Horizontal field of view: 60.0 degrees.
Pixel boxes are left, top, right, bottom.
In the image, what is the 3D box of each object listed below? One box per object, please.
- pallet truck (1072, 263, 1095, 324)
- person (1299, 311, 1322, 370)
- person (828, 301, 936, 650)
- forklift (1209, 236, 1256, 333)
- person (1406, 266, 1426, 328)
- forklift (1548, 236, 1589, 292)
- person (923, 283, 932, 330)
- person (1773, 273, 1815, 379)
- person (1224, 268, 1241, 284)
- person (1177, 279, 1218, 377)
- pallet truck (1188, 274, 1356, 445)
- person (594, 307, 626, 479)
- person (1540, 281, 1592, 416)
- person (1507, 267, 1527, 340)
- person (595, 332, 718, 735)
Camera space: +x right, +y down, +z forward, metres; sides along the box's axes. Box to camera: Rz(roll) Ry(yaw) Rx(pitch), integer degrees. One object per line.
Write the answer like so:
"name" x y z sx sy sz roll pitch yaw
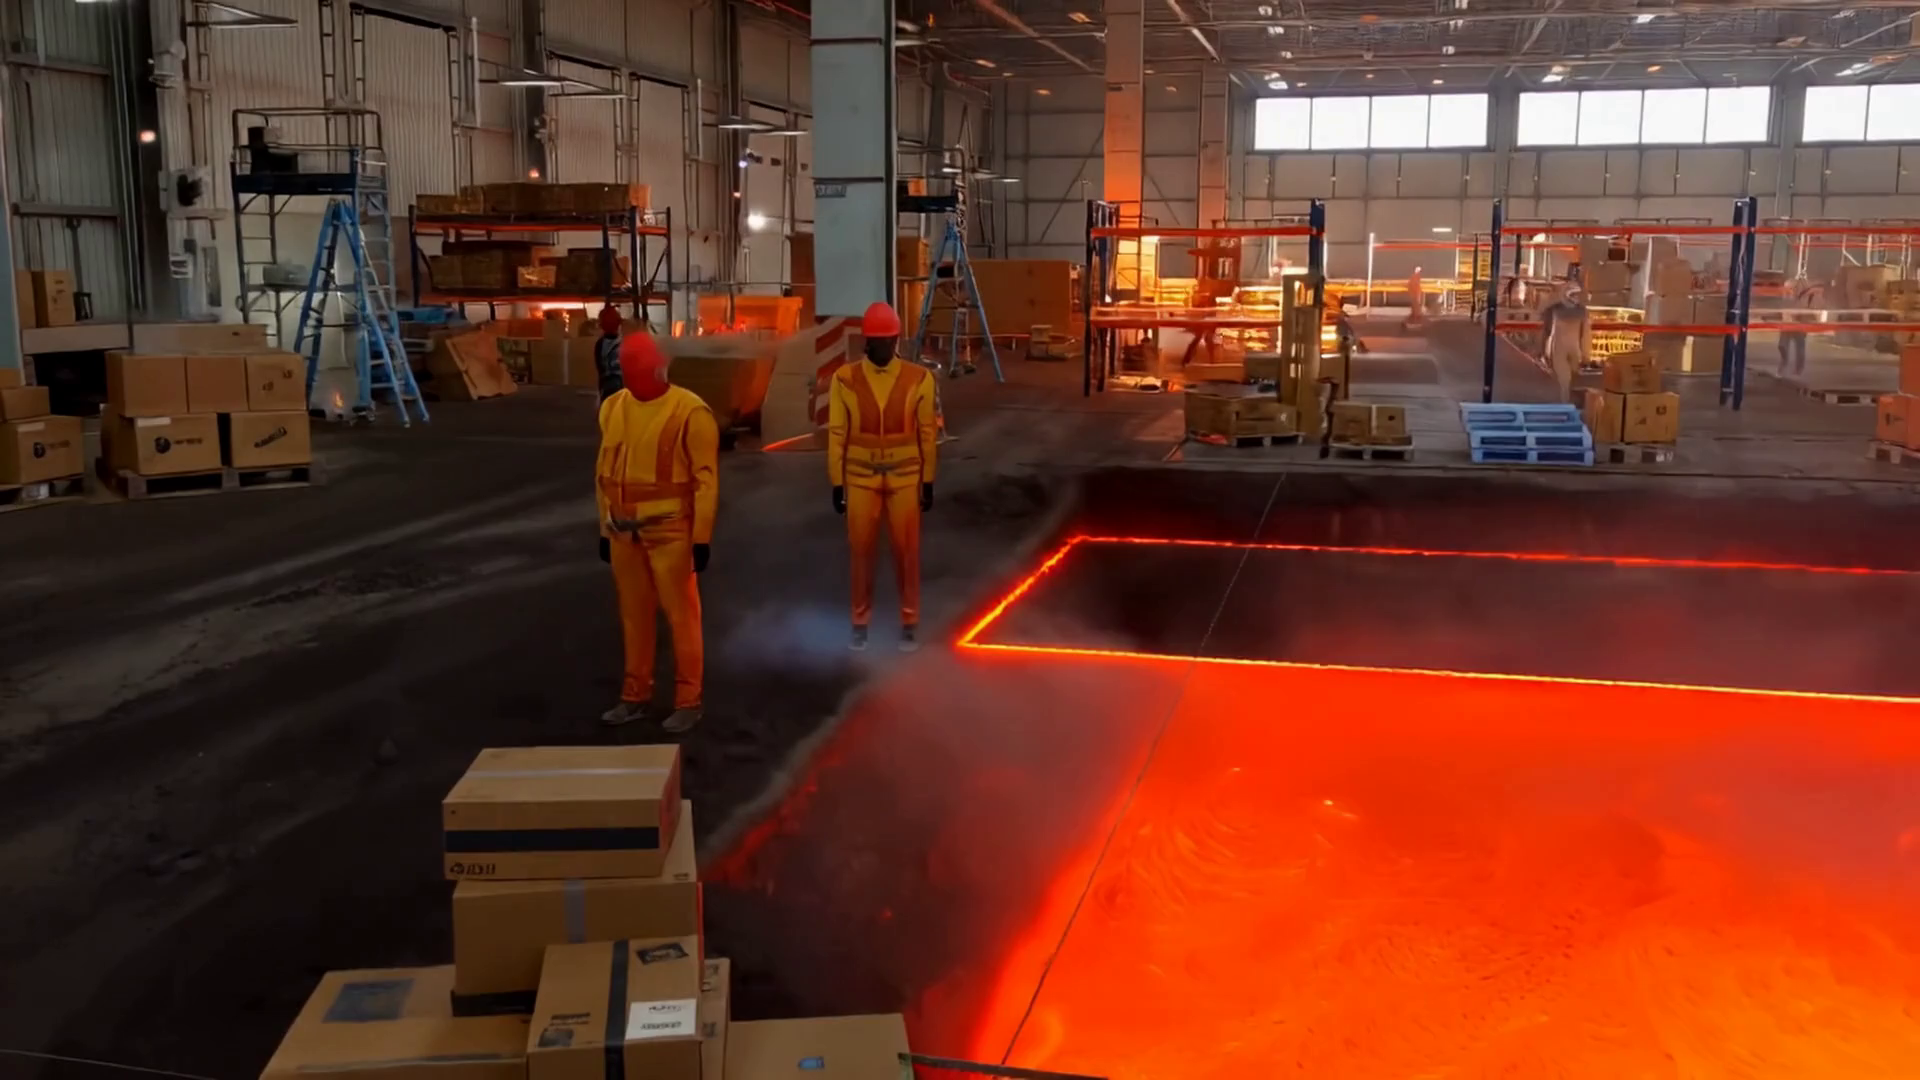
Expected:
"pallet truck" 4.325 -8.180 55.162 0.823 1.965 1.885 6 11 31
"person" 6.764 -4.122 32.048 0.485 1.739 0.330 -3 10 -19
"person" -0.432 -0.343 9.211 0.601 1.939 0.411 -1 10 -3
"forklift" 7.492 -7.258 47.139 1.873 2.768 1.129 -9 13 -44
"person" 14.148 -7.472 51.236 0.791 1.909 0.666 0 10 1
"forklift" 19.304 -8.073 51.935 1.873 2.768 1.129 2 10 11
"person" -0.871 -7.346 50.465 0.544 1.929 0.386 -7 12 -35
"person" 14.884 -3.815 29.728 0.660 1.900 0.620 -5 11 -26
"person" 8.468 -7.555 51.895 0.583 1.868 0.615 -3 10 -17
"person" 4.345 -3.769 29.815 0.986 1.803 0.533 -4 11 -24
"pallet truck" 3.653 -2.138 19.590 1.885 1.965 0.823 -4 10 -20
"person" -3.360 -1.418 16.220 0.536 1.699 0.322 7 12 36
"person" 7.652 -2.334 21.090 0.644 1.893 1.042 -2 10 -14
"person" 14.784 -6.273 44.139 0.542 1.929 0.374 9 13 43
"person" -1.413 -0.027 7.626 0.634 1.839 0.429 5 11 26
